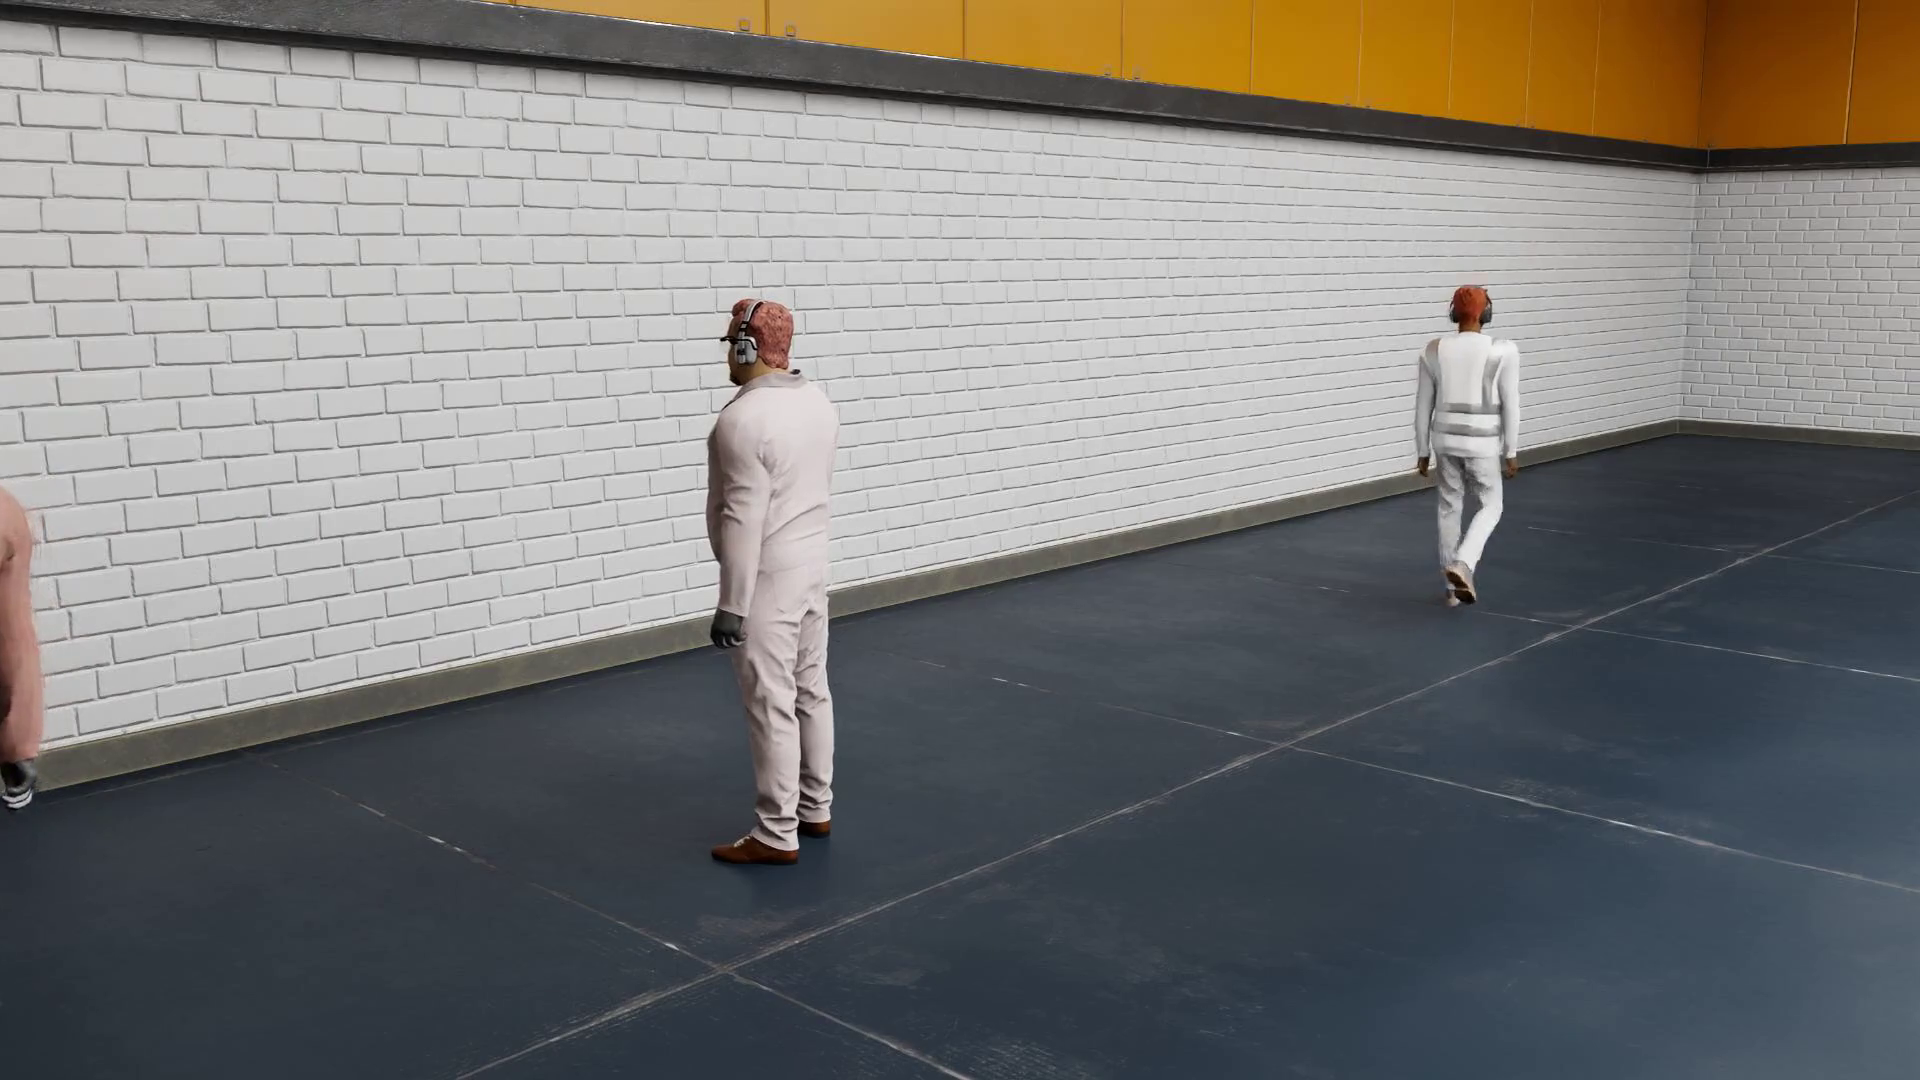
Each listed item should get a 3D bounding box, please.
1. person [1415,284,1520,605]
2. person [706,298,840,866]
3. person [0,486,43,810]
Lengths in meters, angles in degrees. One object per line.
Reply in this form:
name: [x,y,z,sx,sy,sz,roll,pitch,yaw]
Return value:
person: [2.894,-0.525,9.549,0.595,1.872,0.519,6,12,33]
person: [-0.658,0.145,5.637,0.399,1.909,0.642,4,11,23]
person: [-2.492,0.471,3.888,0.960,1.870,0.635,7,12,34]
